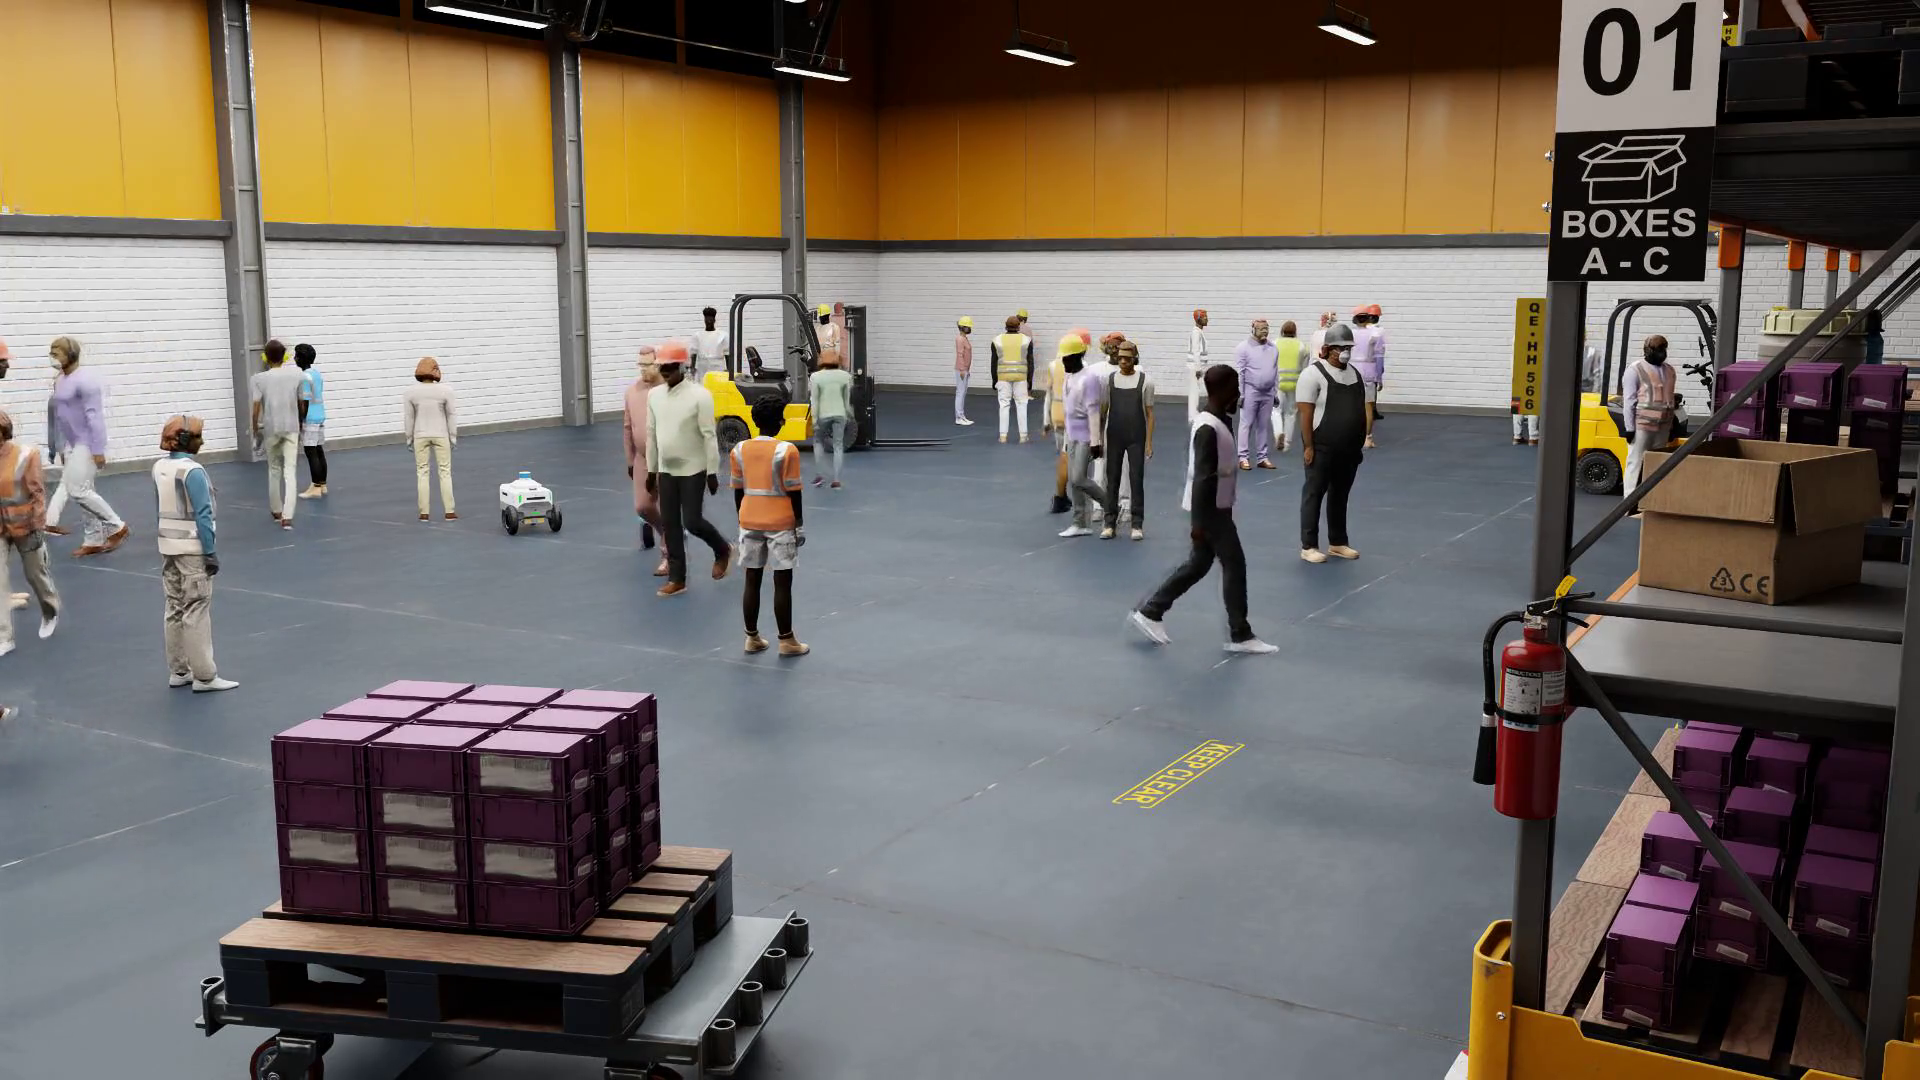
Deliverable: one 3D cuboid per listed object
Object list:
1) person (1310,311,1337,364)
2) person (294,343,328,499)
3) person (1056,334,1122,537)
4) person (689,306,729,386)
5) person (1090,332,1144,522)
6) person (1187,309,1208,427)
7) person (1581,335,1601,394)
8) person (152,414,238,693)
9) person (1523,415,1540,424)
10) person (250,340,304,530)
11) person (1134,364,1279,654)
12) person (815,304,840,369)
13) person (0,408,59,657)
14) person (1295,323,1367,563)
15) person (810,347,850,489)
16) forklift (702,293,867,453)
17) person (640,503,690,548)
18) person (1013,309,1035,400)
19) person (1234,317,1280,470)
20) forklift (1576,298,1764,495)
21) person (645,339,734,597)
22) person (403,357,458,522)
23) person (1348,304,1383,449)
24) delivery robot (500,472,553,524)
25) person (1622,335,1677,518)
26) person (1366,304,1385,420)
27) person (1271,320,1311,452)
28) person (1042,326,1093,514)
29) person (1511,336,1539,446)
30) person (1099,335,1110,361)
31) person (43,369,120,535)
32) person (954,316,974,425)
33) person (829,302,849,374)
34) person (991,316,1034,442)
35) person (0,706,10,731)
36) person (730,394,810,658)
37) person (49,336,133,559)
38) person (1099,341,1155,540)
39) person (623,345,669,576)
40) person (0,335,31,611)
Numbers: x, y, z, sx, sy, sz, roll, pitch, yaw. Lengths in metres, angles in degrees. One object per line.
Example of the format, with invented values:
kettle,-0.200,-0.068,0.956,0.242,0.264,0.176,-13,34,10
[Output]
person,5.369,-2.394,24.383,0.400,1.907,0.644,-2,9,-10
person,-7.125,-1.301,18.209,0.315,1.696,0.540,-1,9,-4
person,1.154,-0.959,15.428,0.587,1.899,0.624,-4,10,-24
person,-3.764,-2.553,25.199,0.652,1.962,0.385,1,9,5
person,1.531,-1.116,16.474,0.584,1.882,0.339,0,9,2
person,3.826,-2.761,26.749,0.357,1.883,0.573,2,9,9
person,8.008,-1.916,21.742,0.623,1.794,0.833,5,11,30
person,-4.532,0.080,9.773,0.512,1.639,0.311,7,11,37
person,9.417,-2.823,27.286,0.596,1.831,0.403,-2,9,-13
person,-6.611,-1.029,16.157,0.490,1.809,0.957,-4,10,-21
person,1.594,-0.198,10.836,0.933,1.863,0.601,3,9,17
person,-2.369,-3.194,29.338,0.585,1.918,0.379,8,12,40
person,-6.190,-0.084,10.889,0.504,1.606,0.760,-2,9,-10
person,3.221,-0.831,14.211,0.674,2.000,0.537,-5,10,-29
person,-1.510,-1.399,19.088,0.500,1.612,0.633,-3,10,-21
forklift,-2.458,-2.344,23.176,2.313,2.155,1.214,0,9,-2
person,-2.675,-0.842,14.998,0.583,1.815,0.825,2,9,10
person,1.214,-3.602,32.352,0.524,1.772,0.301,7,11,37
person,3.743,-1.830,20.858,0.642,1.909,0.410,-4,10,-25
forklift,7.954,-1.589,18.462,2.313,2.155,1.214,5,11,30
person,-2.088,-0.562,12.766,0.636,1.973,0.663,5,11,30
person,-5.245,-0.995,16.499,0.501,1.633,0.289,-2,9,-10
person,5.624,-2.290,23.354,0.622,2.029,0.407,4,10,24
delivery robot,-4.154,-0.409,15.904,0.477,0.478,0.707,-5,11,-30
person,6.953,-1.130,16.749,0.642,1.842,0.429,-4,10,-23
person,6.938,-2.999,28.057,0.377,1.936,0.549,-8,12,-40
person,4.459,-2.085,22.721,0.639,1.824,0.682,1,9,4
person,1.183,-1.230,17.088,0.554,1.913,0.667,8,12,40
person,8.162,-2.312,23.766,0.353,1.937,0.635,-6,11,-32
person,2.017,-1.928,22.339,0.315,1.631,0.523,1,9,9
person,-8.395,-0.853,15.757,0.528,1.586,0.856,5,10,28
person,0.069,-2.751,27.053,0.311,1.768,0.524,1,9,9
person,-2.339,-3.674,32.386,0.644,1.903,0.399,0,9,2
person,0.760,-2.336,24.223,0.624,1.844,0.430,1,9,3
person,-4.968,0.269,7.929,0.580,1.855,0.539,-8,12,-41
person,-1.219,-0.088,10.656,0.531,1.692,0.320,5,10,27
person,-7.533,-0.784,14.267,0.630,1.926,0.455,9,13,44
person,1.528,-0.913,15.336,0.514,1.842,0.327,2,9,13
person,-2.444,-0.669,13.690,0.674,1.884,0.593,3,10,18
person,-7.041,-0.491,12.141,0.418,2.033,0.606,-6,11,-31
